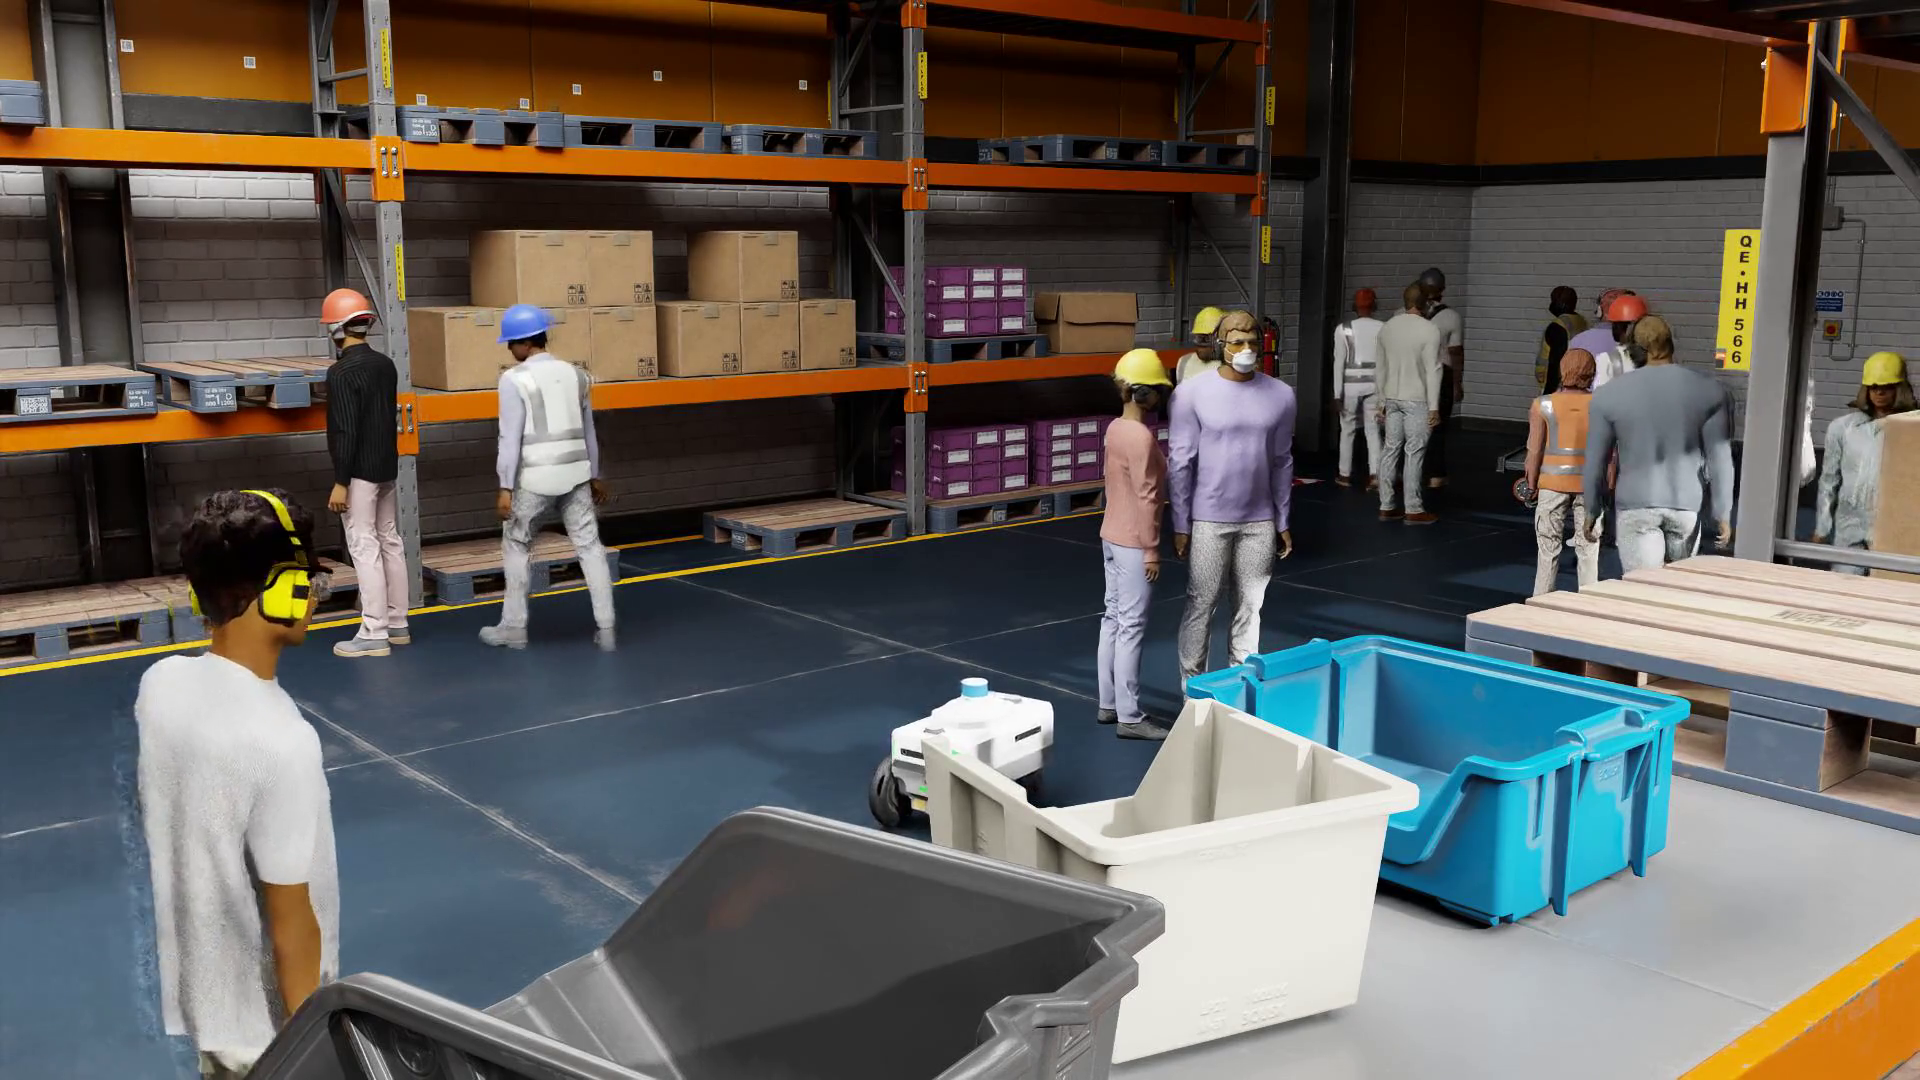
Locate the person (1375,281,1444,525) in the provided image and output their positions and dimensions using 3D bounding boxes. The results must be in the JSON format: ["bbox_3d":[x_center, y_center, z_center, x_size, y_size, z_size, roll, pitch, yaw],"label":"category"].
[{"bbox_3d":[3.586,-1.091,13.290,0.362,1.936,0.631,-6,12,-31],"label":"person"}]

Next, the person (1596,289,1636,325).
[{"bbox_3d":[6.162,-1.402,15.402,0.662,1.798,0.920,-9,13,-40],"label":"person"}]

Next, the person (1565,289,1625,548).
[{"bbox_3d":[4.706,-0.869,12.133,0.642,1.909,0.399,1,10,4],"label":"person"}]

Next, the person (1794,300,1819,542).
[{"bbox_3d":[6.042,-0.860,12.183,0.588,1.869,0.463,-9,14,-42],"label":"person"}]

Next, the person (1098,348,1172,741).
[{"bbox_3d":[0.799,0.019,7.552,0.310,1.770,0.522,-2,10,-12],"label":"person"}]

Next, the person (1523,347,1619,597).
[{"bbox_3d":[3.528,-0.286,9.613,0.521,1.640,0.306,2,10,11],"label":"person"}]

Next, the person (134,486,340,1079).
[{"bbox_3d":[-1.248,0.829,2.818,0.518,1.843,0.701,7,12,36],"label":"person"}]

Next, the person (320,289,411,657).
[{"bbox_3d":[-3.256,-0.363,9.056,0.388,1.990,0.622,1,10,7],"label":"person"}]

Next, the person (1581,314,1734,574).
[{"bbox_3d":[3.342,-0.126,8.013,0.652,1.891,0.569,2,10,12],"label":"person"}]

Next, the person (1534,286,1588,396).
[{"bbox_3d":[5.577,-1.438,15.500,0.429,1.842,0.635,8,13,39],"label":"person"}]

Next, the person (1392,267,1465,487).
[{"bbox_3d":[4.281,-1.485,15.208,0.688,2.000,0.596,9,13,40],"label":"person"}]

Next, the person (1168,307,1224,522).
[{"bbox_3d":[1.649,-0.638,11.080,0.619,1.818,0.421,9,13,41],"label":"person"}]

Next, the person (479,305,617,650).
[{"bbox_3d":[-2.279,-0.333,9.147,0.835,1.893,0.724,7,12,34],"label":"person"}]

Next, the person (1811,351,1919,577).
[{"bbox_3d":[4.391,-0.044,8.016,0.488,1.728,0.351,8,13,39],"label":"person"}]

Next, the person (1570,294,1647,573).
[{"bbox_3d":[4.422,-0.665,10.986,0.549,1.908,0.923,-2,10,-13],"label":"person"}]

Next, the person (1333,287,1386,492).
[{"bbox_3d":[3.666,-1.362,15.079,0.588,1.853,0.883,0,10,-2],"label":"person"}]

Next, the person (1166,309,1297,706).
[{"bbox_3d":[1.246,-0.080,7.624,0.632,1.940,0.372,-3,11,-16],"label":"person"}]

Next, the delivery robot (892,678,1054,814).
[{"bbox_3d":[0.059,0.777,6.434,0.477,0.478,0.707,7,12,36],"label":"delivery robot"}]
